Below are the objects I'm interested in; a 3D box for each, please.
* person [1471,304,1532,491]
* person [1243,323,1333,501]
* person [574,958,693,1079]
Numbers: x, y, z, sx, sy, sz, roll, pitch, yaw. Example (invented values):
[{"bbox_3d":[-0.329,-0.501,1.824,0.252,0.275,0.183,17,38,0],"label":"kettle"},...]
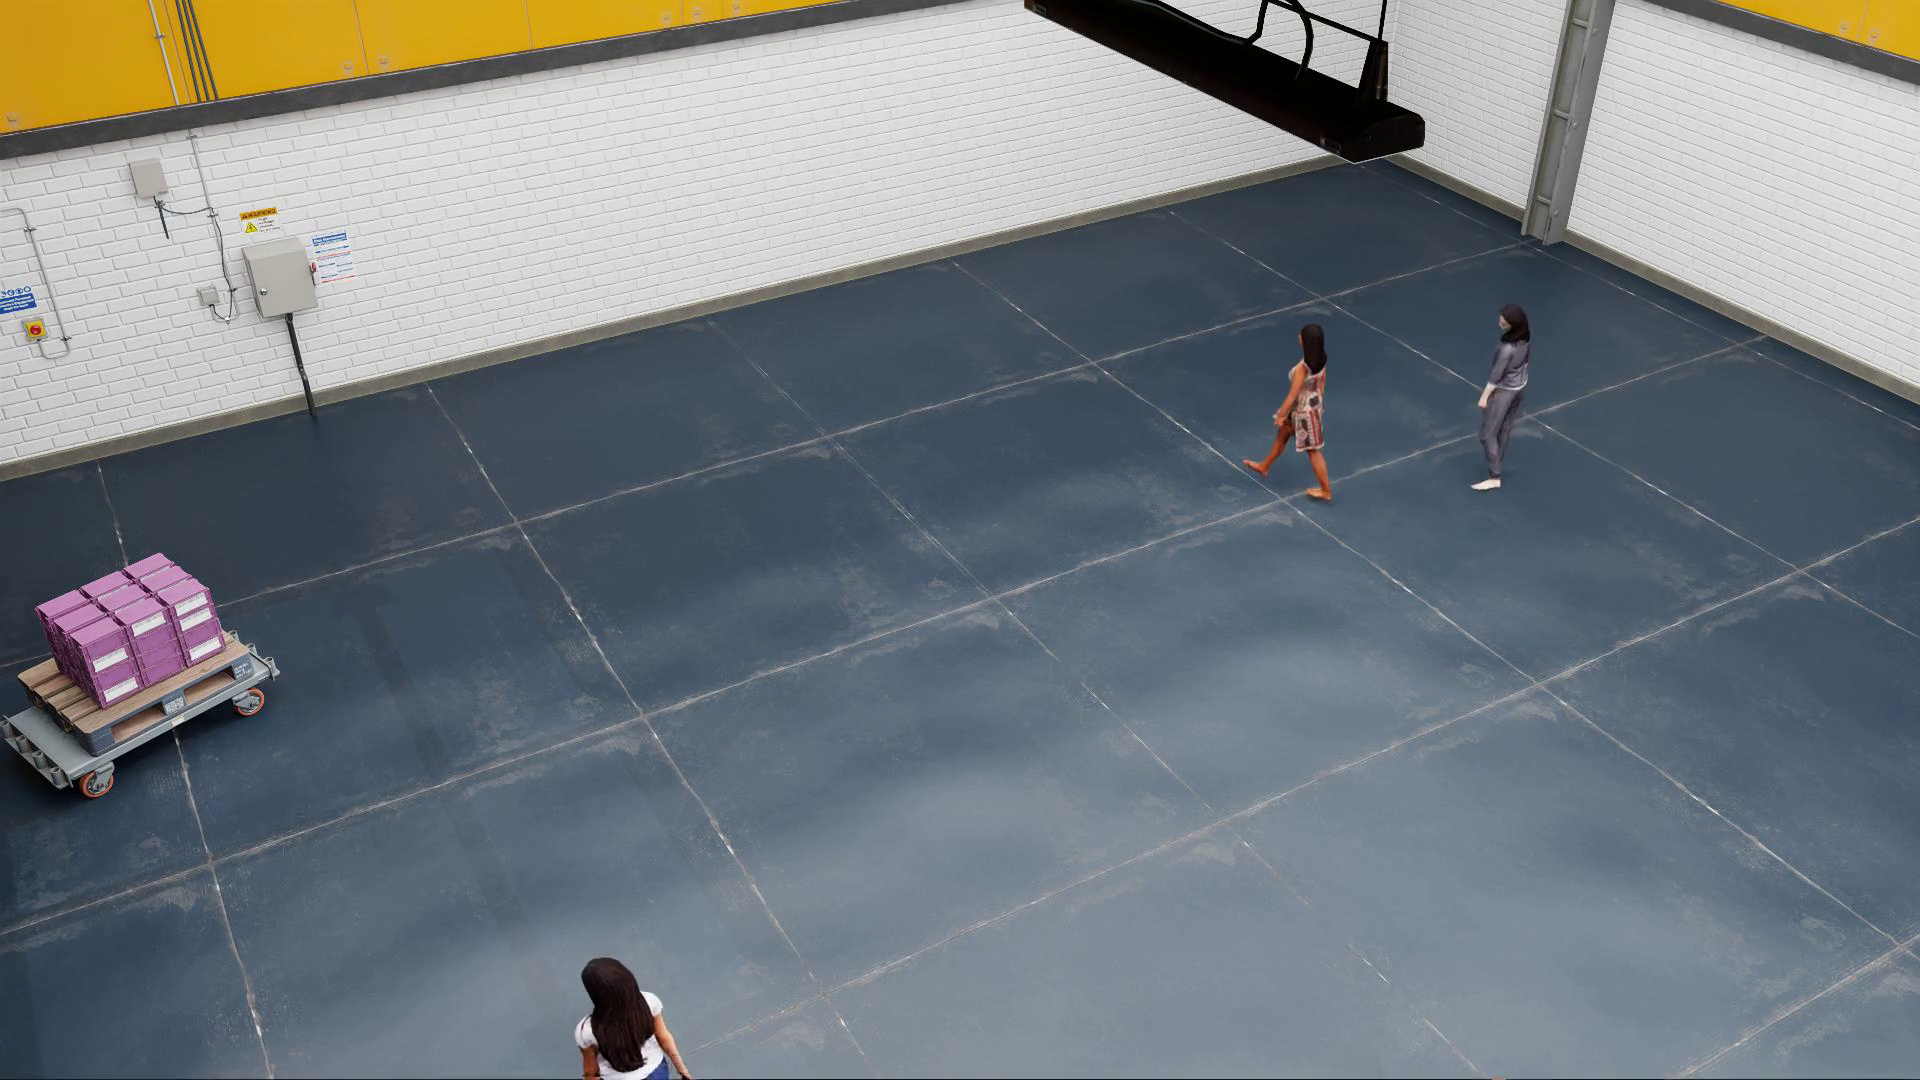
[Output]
[{"bbox_3d":[4.783,-1.295,14.485,0.768,1.727,0.656,-15,37,-22],"label":"person"},{"bbox_3d":[3.020,-1.053,14.241,1.194,1.594,0.936,21,39,28],"label":"person"},{"bbox_3d":[-1.590,2.804,8.311,0.707,1.735,1.078,-18,38,-25],"label":"person"}]
